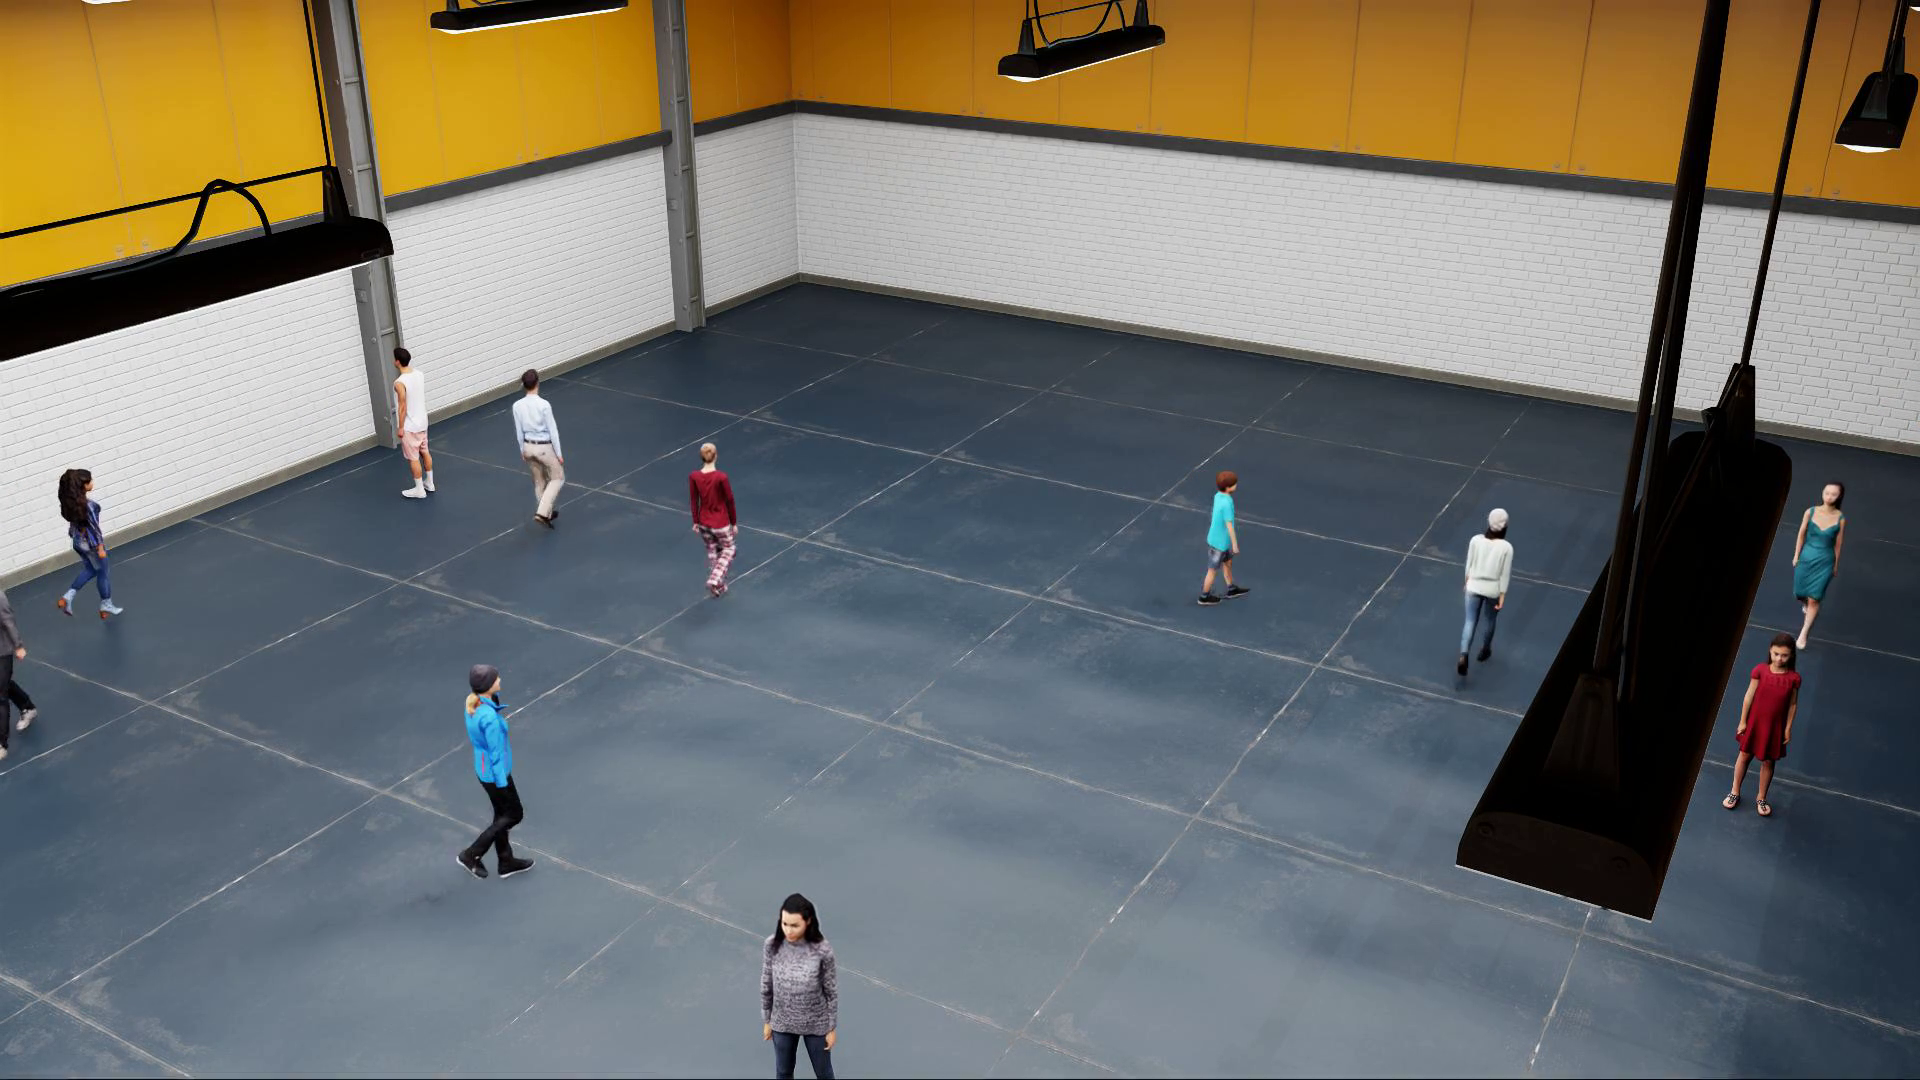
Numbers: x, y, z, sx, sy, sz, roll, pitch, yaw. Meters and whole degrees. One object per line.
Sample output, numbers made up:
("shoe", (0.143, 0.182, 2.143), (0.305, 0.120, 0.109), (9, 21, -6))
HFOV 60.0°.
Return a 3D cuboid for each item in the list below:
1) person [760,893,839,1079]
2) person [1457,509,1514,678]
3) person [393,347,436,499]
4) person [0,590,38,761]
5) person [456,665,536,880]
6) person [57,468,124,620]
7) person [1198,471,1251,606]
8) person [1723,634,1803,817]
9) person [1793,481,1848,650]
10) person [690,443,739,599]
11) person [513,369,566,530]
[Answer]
("person", (-0.936, 2.830, 9.846), (0.676, 1.733, 0.646), (3, 24, 8))
("person", (4.817, 0.492, 15.337), (0.582, 1.617, 1.038), (12, 26, 26))
("person", (-6.382, -1.374, 19.392), (0.752, 1.788, 0.579), (7, 25, 15))
("person", (-8.225, 0.946, 14.187), (1.021, 1.707, 1.248), (0, 24, 0))
("person", (-3.509, 1.752, 12.241), (0.936, 1.788, 0.846), (-11, 26, -24))
("person", (-8.589, 0.079, 16.287), (0.691, 1.613, 0.856), (16, 28, 33))
("person", (2.549, -0.013, 16.723), (0.847, 1.432, 0.830), (-2, 24, -4))
("person", (6.424, 1.446, 13.236), (0.562, 1.553, 0.617), (10, 26, 23))
("person", (8.210, 0.211, 15.911), (0.621, 1.673, 0.871), (17, 29, 33))
("person", (-2.490, -0.156, 16.727), (0.711, 1.691, 0.776), (7, 25, 16))
("person", (-4.663, -0.958, 18.391), (0.813, 1.828, 0.992), (6, 24, 12))
